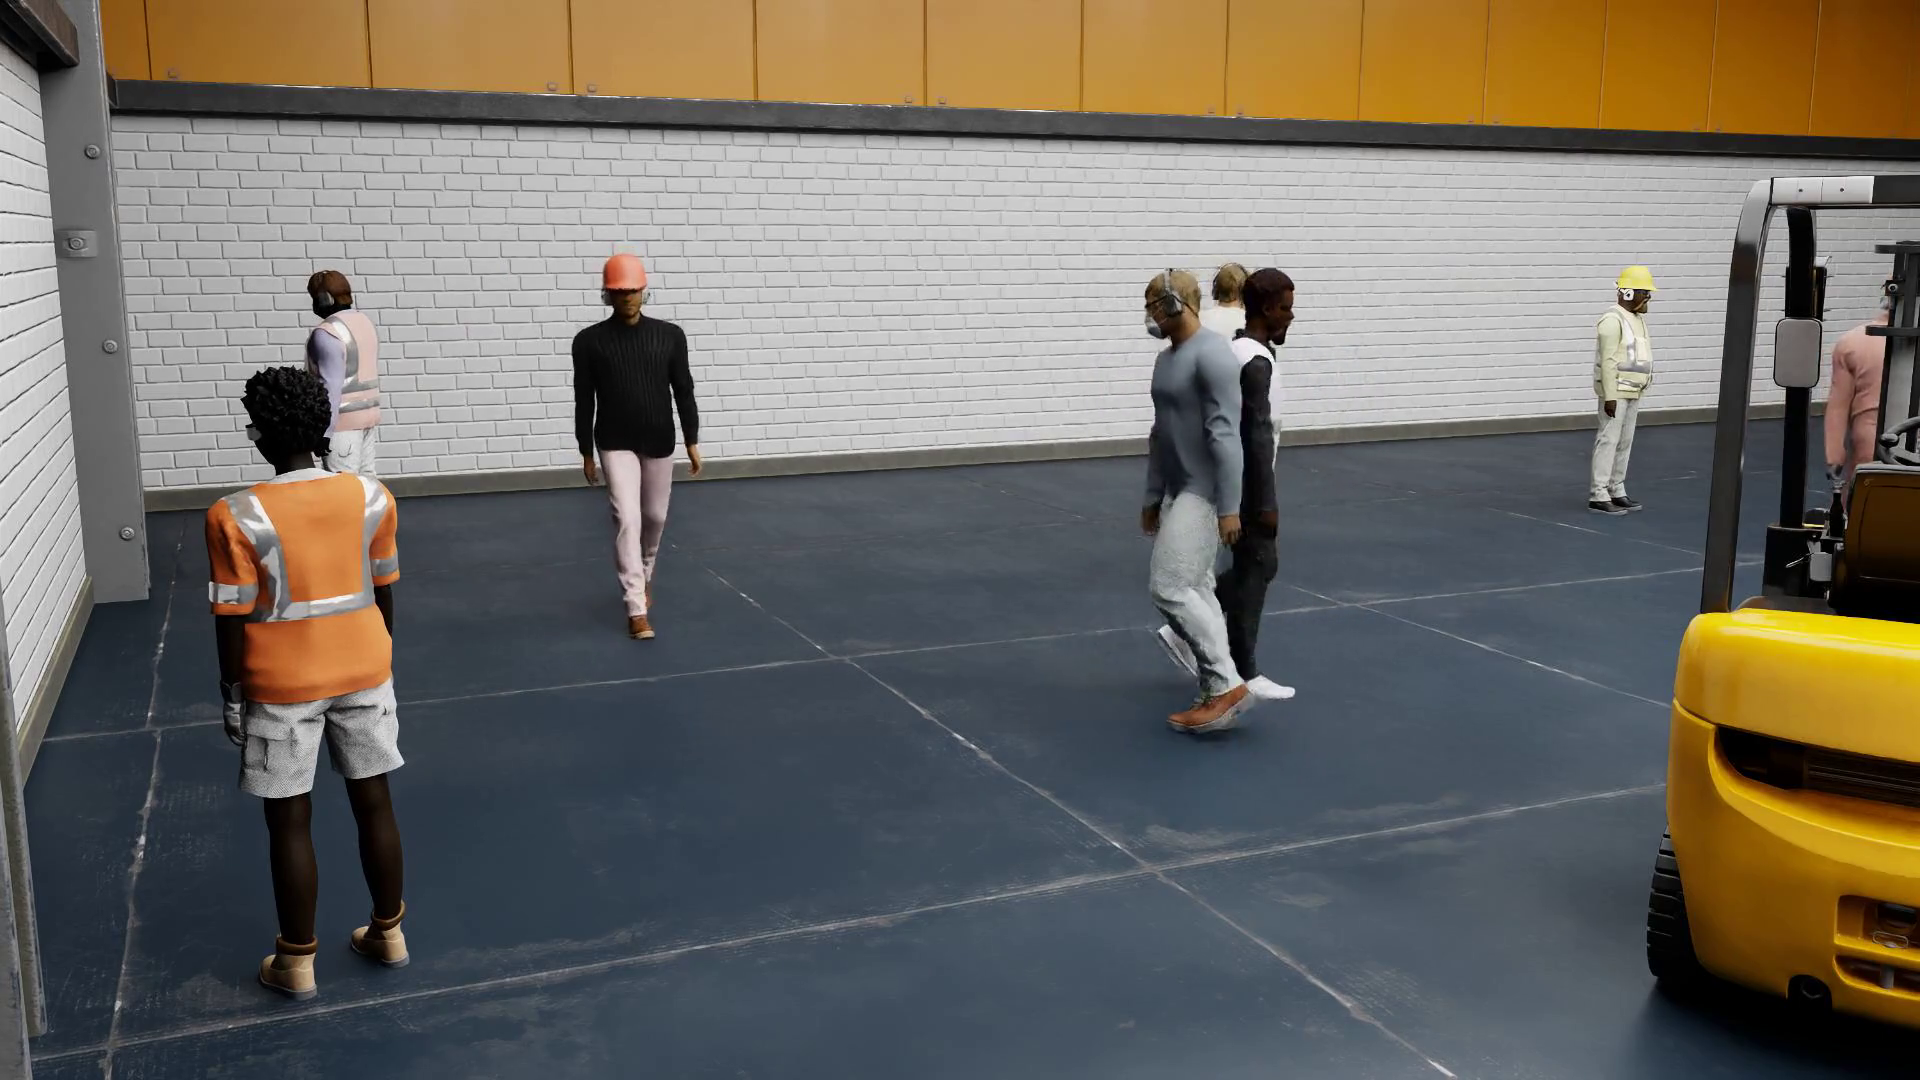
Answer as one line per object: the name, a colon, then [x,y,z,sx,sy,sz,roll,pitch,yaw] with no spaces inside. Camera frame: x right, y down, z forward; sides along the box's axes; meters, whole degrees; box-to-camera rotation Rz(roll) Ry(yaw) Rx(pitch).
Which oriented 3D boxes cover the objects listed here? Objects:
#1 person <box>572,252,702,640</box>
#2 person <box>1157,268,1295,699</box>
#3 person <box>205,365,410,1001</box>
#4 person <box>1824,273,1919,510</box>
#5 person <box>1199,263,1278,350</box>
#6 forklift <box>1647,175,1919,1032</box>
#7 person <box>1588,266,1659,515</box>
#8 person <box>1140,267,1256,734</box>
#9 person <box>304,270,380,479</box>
person: [-1.712,-0.524,8.742,0.610,1.961,0.983,-4,11,-22]
person: [1.207,-0.233,7.282,0.497,1.898,0.587,1,10,4]
person: [-1.735,0.382,4.465,0.320,1.694,0.532,9,14,42]
person: [4.810,-0.445,8.517,0.663,1.872,0.791,7,13,35]
person: [1.561,-0.692,9.878,0.647,1.884,1.067,5,12,27]
forklift: [2.810,0.094,4.662,1.214,2.155,2.313,7,12,34]
person: [4.889,-1.099,12.270,0.403,1.825,0.595,10,14,42]
person: [0.949,-0.157,6.845,0.454,1.899,0.675,-2,10,-11]
person: [-3.680,-0.676,9.898,0.429,1.838,0.621,1,10,4]
